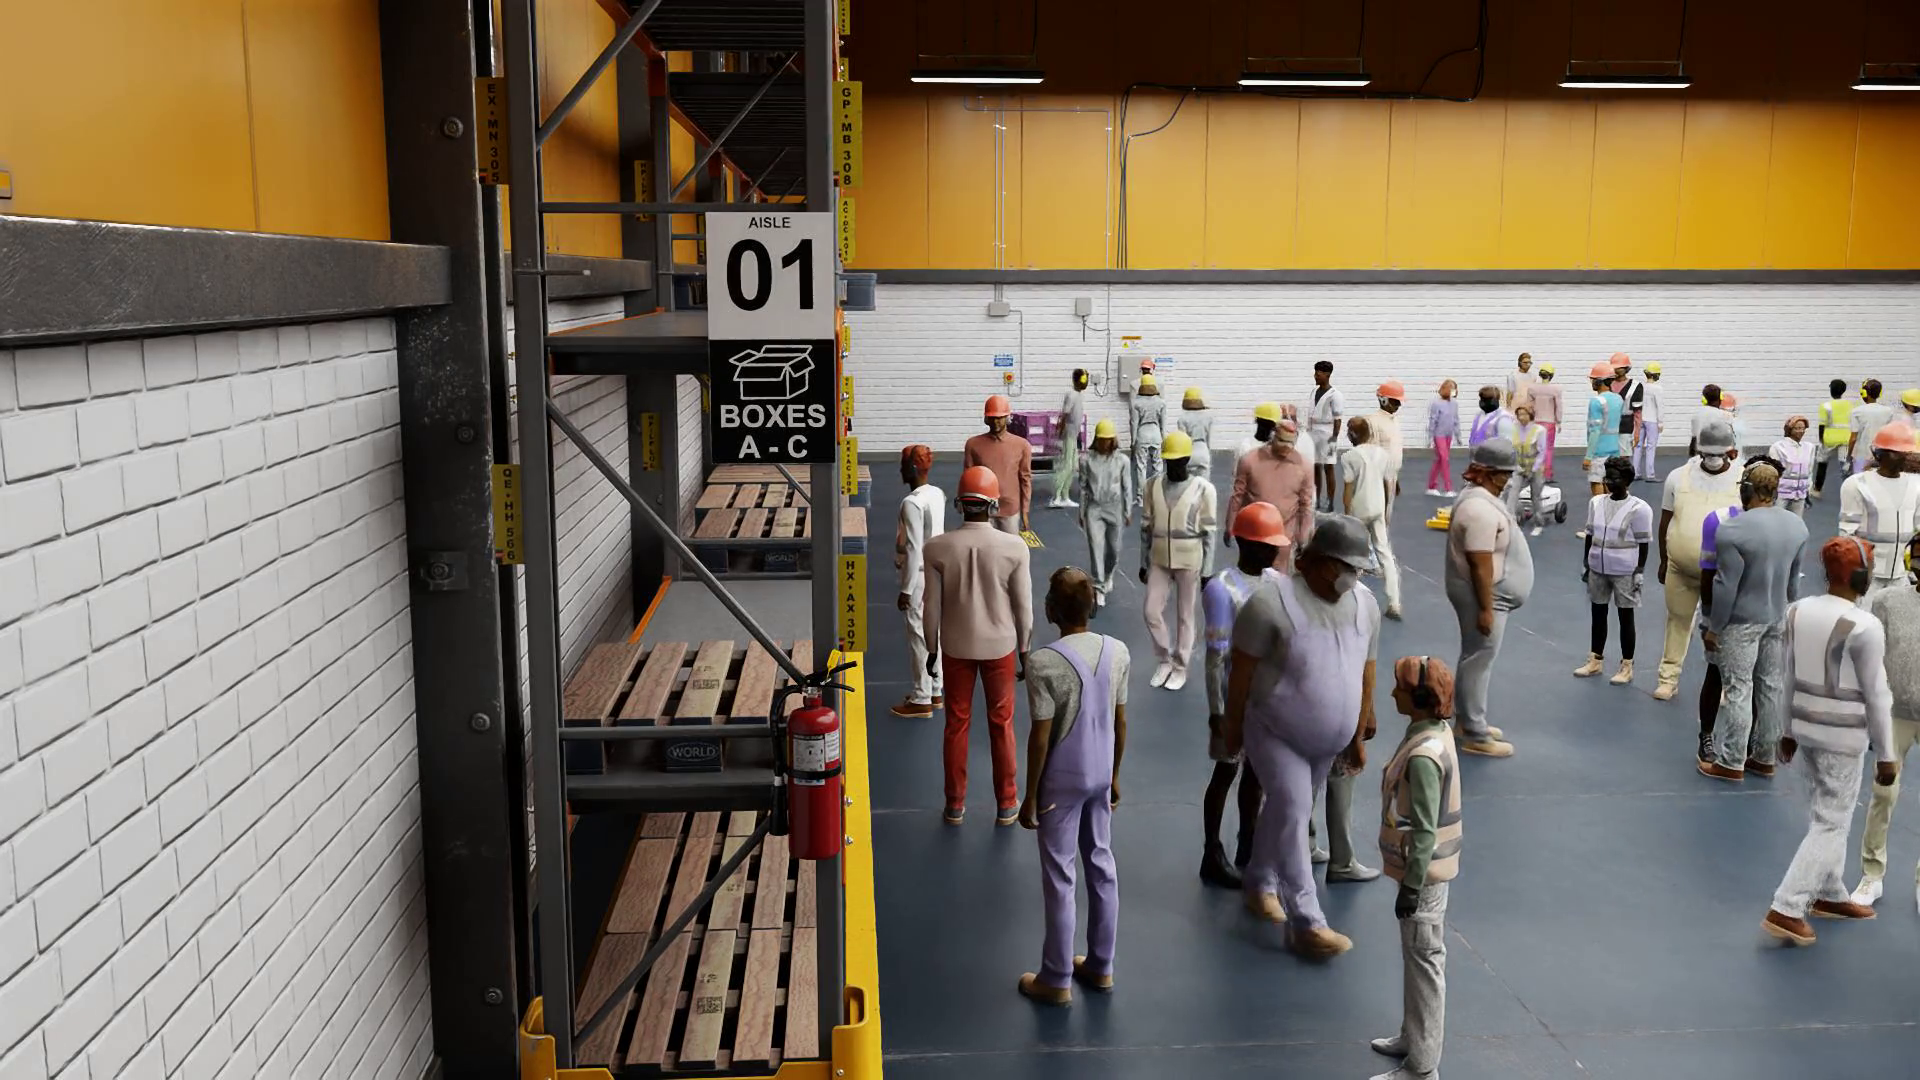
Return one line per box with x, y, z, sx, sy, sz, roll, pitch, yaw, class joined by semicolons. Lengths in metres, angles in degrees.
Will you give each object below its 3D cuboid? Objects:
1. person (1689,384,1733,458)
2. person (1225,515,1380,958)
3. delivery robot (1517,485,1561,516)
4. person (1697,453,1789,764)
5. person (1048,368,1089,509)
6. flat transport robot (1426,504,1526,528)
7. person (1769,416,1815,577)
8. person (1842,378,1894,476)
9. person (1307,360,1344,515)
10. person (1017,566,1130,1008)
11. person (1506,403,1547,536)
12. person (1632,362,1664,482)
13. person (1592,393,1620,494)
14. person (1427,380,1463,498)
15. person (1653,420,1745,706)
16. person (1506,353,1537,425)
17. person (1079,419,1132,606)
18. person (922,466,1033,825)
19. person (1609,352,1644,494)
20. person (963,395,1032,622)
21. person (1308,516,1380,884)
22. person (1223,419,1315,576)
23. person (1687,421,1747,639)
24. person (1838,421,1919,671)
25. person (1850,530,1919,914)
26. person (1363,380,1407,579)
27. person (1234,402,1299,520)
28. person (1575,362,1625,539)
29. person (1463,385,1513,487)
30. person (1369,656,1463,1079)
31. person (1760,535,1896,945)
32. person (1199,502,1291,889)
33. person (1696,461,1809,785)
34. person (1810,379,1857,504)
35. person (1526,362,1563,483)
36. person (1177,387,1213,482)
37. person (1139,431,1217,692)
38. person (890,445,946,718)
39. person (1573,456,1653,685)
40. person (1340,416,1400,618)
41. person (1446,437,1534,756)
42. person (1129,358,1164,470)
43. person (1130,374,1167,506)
8.293;-0.809;18.479;0.621;1.827;0.595;-5;11;-31;person
1.610;0.822;7.554;0.693;2.000;0.935;-5;10;-27;person
7.042;-0.508;20.266;0.477;0.478;0.707;8;12;40;delivery robot
4.818;0.444;10.184;0.601;1.958;0.388;0;9;-2;person
1.431;-1.317;21.652;0.463;1.829;0.621;3;9;17;person
6.264;-0.303;20.156;0.652;0.197;1.431;8;12;40;flat transport robot
8.320;-0.433;16.687;0.515;1.641;0.314;-2;9;-12;person
10.331;-0.904;18.960;0.511;1.862;0.328;0;9;-3;person
4.598;-1.302;21.123;0.367;1.966;0.604;-5;10;-27;person
0.466;1.021;6.929;0.506;1.844;0.345;-6;11;-34;person
6.516;-0.790;19.124;0.497;1.585;0.935;8;12;40;person
10.120;-1.726;24.419;0.312;1.769;0.522;-4;10;-23;person
8.960;-1.477;22.883;0.527;1.761;0.345;7;11;36;person
6.660;-1.364;22.642;0.537;1.602;0.769;-7;11;-36;person
5.270;0.155;11.744;0.676;2.000;0.536;5;11;30;person
8.710;-1.987;25.829;0.504;1.839;0.328;-2;9;-14;person
1.346;-0.285;15.528;0.494;1.718;0.771;0;9;-1;person
0.100;0.588;9.168;0.609;1.995;0.378;1;9;5;person
8.602;-1.440;21.783;0.404;2.036;0.613;-9;13;-43;person
0.319;-0.271;14.564;0.612;1.995;0.376;1;9;4;person
1.852;0.797;8.342;0.389;1.839;0.563;-5;11;-31;person
2.528;-0.065;13.640;0.730;1.873;0.417;1;9;8;person
6.251;-0.072;13.797;0.506;1.842;0.346;5;10;26;person
6.328;0.206;11.416;0.605;2.045;0.372;-1;9;-6;person
4.538;0.855;7.884;0.513;1.872;0.328;6;11;32;person
4.276;-0.618;16.753;0.384;1.991;0.609;6;11;35;person
2.741;-0.292;15.027;0.597;1.895;0.491;-9;13;-44;person
7.332;-1.015;19.077;0.605;2.045;0.383;-8;12;-41;person
5.824;-0.798;18.382;0.450;1.828;0.655;-2;9;-14;person
1.713;1.235;6.219;0.308;1.641;0.517;3;9;16;person
3.973;0.904;7.611;0.716;1.878;0.592;-1;9;-5;person
1.447;0.764;8.275;0.547;1.928;0.378;-8;12;-41;person
4.720;0.494;9.934;0.632;1.940;0.372;-3;10;-21;person
11.705;-1.317;22.212;0.546;1.652;0.893;1;9;5;person
8.545;-1.712;24.331;0.533;1.765;0.330;7;12;38;person
2.748;-0.964;19.791;0.498;1.709;0.822;-3;10;-18;person
1.555;0.163;12.081;0.618;1.909;0.456;5;10;29;person
-0.283;0.280;11.446;0.344;1.882;0.584;3;10;18;person
4.865;0.225;12.383;0.315;1.696;0.541;-6;11;-35;person
3.645;-0.213;14.876;0.567;1.785;1.005;-3;10;-21;person
3.365;0.340;10.584;0.536;2.000;0.686;2;9;13;person
2.896;-1.949;25.861;0.564;1.748;0.339;0;9;-2;person
2.468;-1.307;21.861;0.484;1.742;0.301;-2;9;-9;person
